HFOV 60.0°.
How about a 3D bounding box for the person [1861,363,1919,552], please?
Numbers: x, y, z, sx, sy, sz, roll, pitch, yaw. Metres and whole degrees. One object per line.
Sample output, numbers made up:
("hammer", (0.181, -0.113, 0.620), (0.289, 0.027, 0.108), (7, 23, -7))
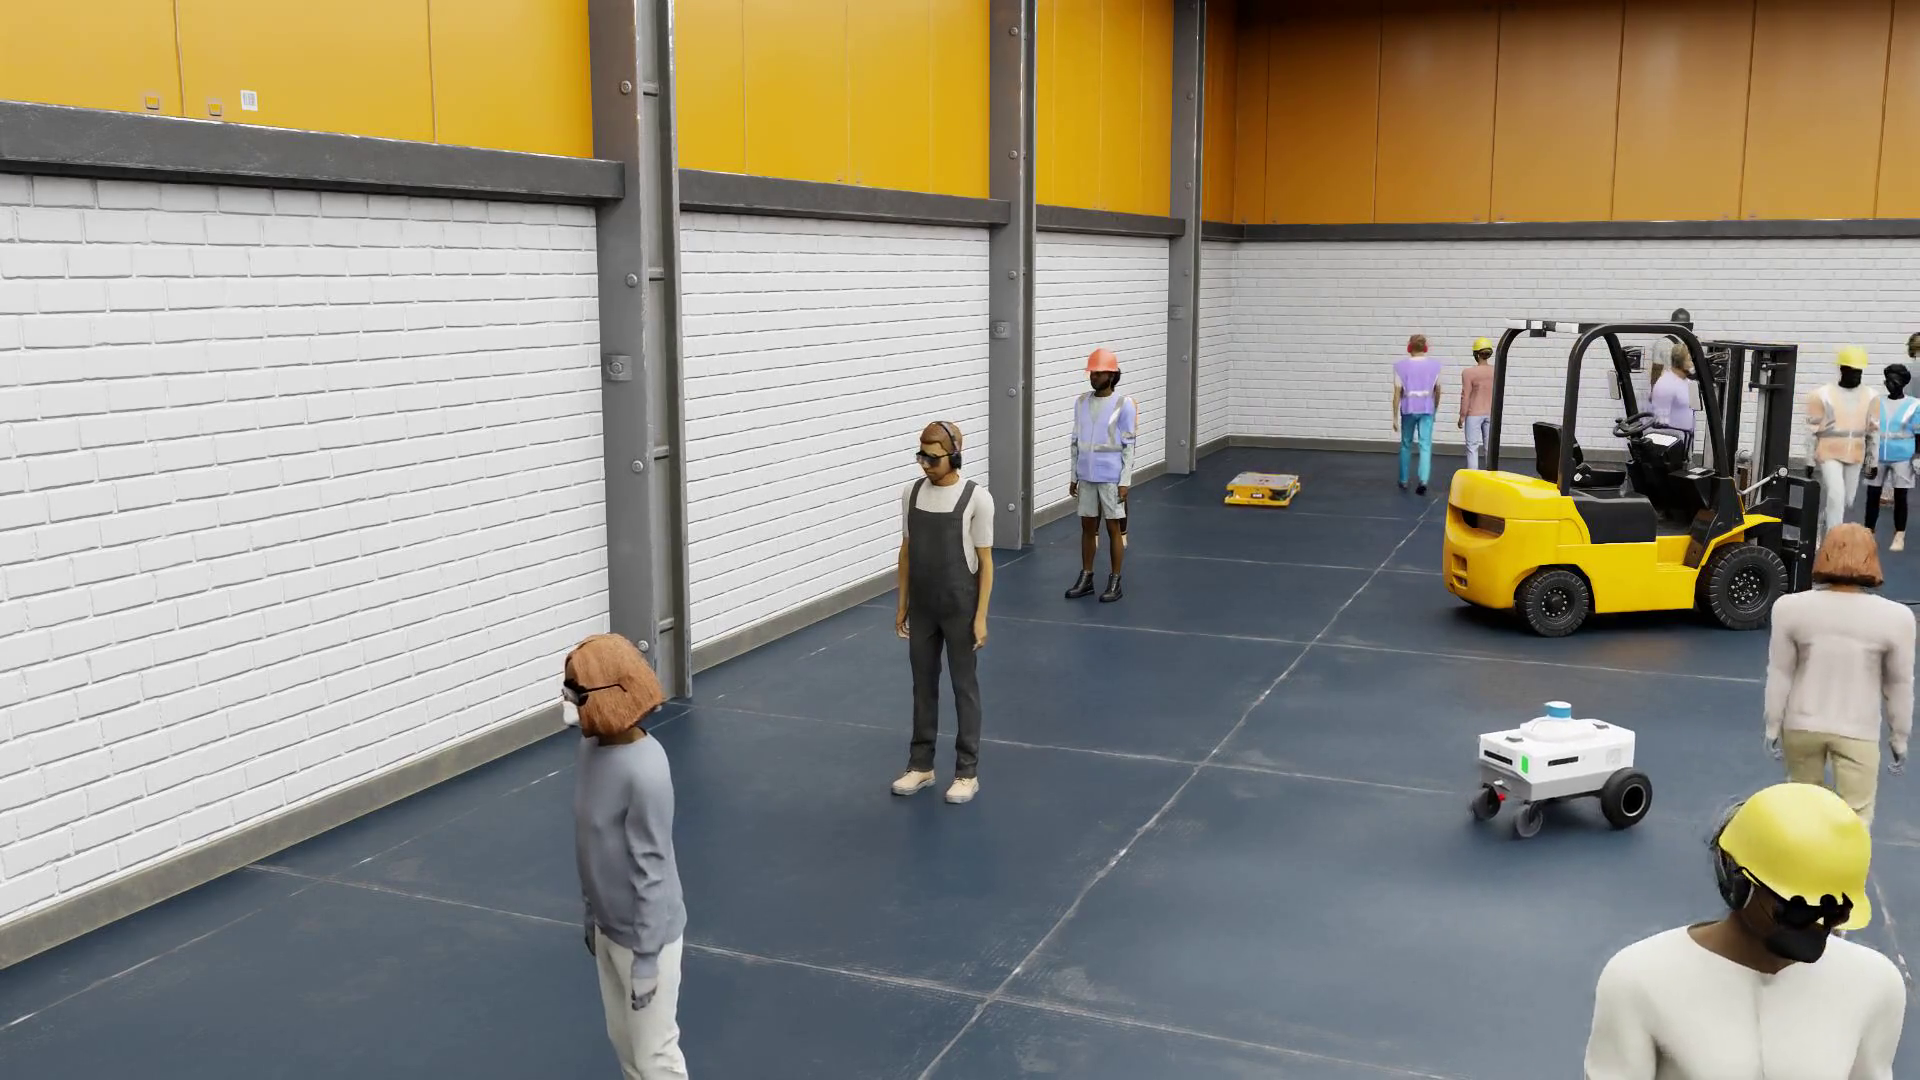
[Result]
("person", (8.371, -0.741, 14.968), (0.317, 1.695, 0.540), (-8, 13, -42))

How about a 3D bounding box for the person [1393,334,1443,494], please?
("person", (5.176, -1.432, 18.852), (0.554, 1.802, 0.905), (2, 10, 10))

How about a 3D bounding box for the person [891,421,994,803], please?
("person", (-0.084, 0.341, 7.986), (0.505, 1.839, 0.344), (5, 11, 28))

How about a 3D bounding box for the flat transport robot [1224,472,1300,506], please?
("flat transport robot", (3.327, -0.566, 18.223), (0.652, 0.197, 1.431), (3, 10, 17))

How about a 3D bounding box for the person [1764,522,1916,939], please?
("person", (3.291, 0.737, 6.274), (0.505, 1.607, 0.648), (6, 11, 32))

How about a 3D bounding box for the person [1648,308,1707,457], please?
("person", (9.016, -1.905, 20.985), (0.687, 2.000, 0.538), (0, 9, 2))

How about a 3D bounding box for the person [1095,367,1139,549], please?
("person", (1.351, -0.757, 15.092), (0.535, 1.693, 0.318), (0, 9, -1))

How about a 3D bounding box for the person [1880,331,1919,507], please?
("person", (10.007, -1.225, 17.316), (0.632, 1.894, 1.005), (-2, 10, -12))

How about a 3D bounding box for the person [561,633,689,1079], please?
("person", (-0.881, 1.042, 4.389), (0.291, 1.623, 0.494), (-6, 11, -32))

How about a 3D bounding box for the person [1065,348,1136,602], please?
("person", (1.072, -0.496, 12.745), (0.544, 1.943, 0.347), (7, 11, 35))

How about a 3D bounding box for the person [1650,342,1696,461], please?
("person", (6.156, -0.748, 14.318), (0.430, 1.923, 0.651), (8, 13, 42))

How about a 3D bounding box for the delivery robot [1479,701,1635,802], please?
("delivery robot", (2.747, 0.989, 7.660), (0.707, 0.478, 0.477), (-4, 10, -24))

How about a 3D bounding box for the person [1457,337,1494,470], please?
("person", (5.846, -1.395, 18.730), (0.525, 1.769, 0.315), (-3, 10, -18))

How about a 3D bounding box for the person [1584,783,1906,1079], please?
("person", (1.346, 1.240, 2.890), (0.561, 1.703, 0.860), (1, 9, 8))

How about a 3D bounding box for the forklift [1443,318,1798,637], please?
("forklift", (4.706, -0.497, 11.990), (2.313, 2.155, 1.214), (-2, 10, -10))

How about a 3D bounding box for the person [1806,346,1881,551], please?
("person", (7.629, -0.748, 14.442), (0.590, 1.896, 0.854), (0, 9, 2))
